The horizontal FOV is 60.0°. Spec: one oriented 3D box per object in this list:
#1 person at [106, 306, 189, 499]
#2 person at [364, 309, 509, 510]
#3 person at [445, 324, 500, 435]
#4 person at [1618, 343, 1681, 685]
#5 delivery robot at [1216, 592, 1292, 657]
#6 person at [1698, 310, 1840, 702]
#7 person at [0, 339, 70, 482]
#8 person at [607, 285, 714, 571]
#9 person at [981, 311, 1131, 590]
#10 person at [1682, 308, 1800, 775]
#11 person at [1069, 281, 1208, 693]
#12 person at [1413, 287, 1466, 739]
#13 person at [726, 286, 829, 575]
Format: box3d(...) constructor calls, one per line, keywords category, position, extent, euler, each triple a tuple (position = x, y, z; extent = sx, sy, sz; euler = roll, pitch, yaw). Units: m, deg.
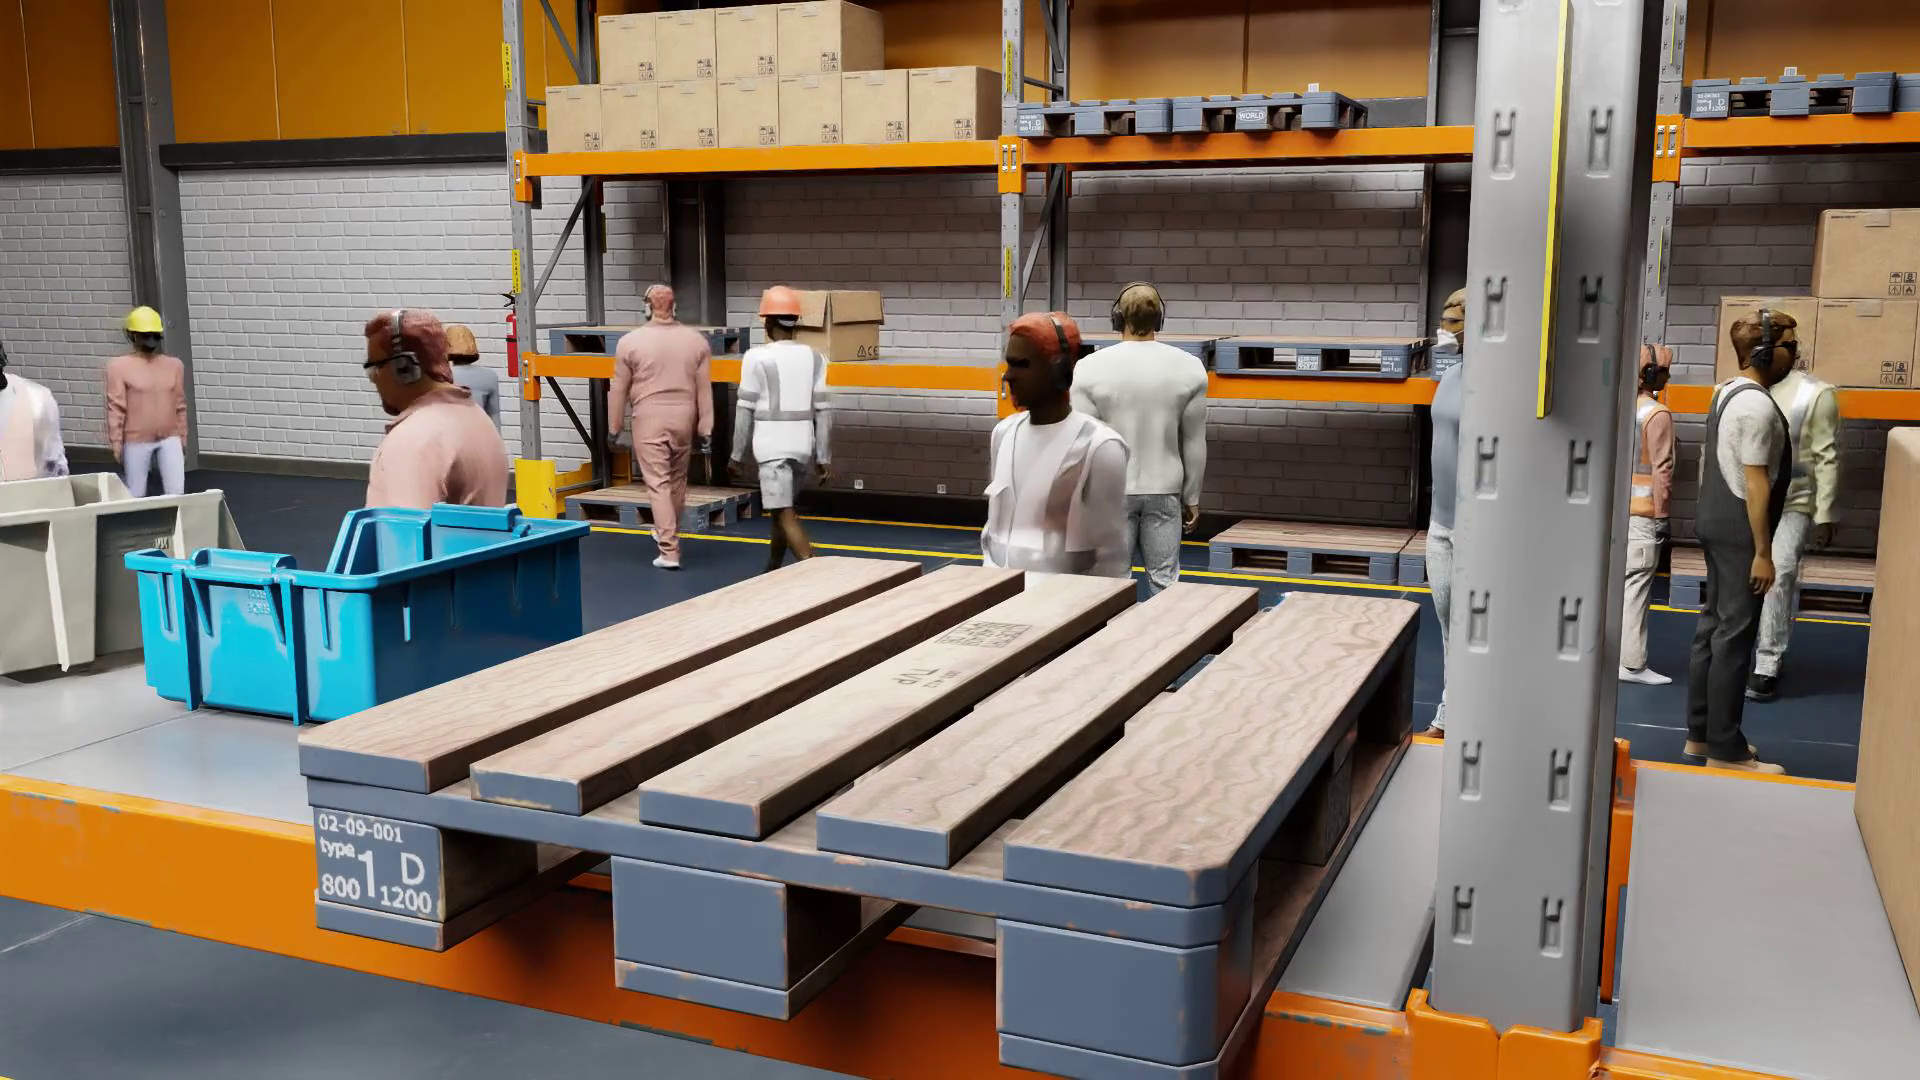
box3d(category="person", position=(-5.402, -0.677, 11.032), extent=(0.742, 1.745, 0.532), euler=(8, 12, 38))
box3d(category="person", position=(-1.477, 0.285, 4.828), extent=(0.458, 1.891, 0.679), euler=(0, 9, 0))
box3d(category="person", position=(-3.177, -0.560, 10.650), extent=(0.292, 1.633, 0.504), euler=(9, 13, 44))
box3d(category="person", position=(3.260, -0.127, 8.031), extent=(0.305, 1.639, 0.522), euler=(-1, 10, -8))
box3d(category="delivery robot", position=(1.478, 0.475, 7.378), extent=(0.707, 0.478, 0.477), euler=(3, 10, 17))
box3d(category="person", position=(3.770, -0.167, 7.785), extent=(0.753, 1.797, 0.632), euler=(-7, 12, -37))
box3d(category="person", position=(-4.113, -0.040, 7.086), extent=(0.803, 1.788, 0.636), euler=(9, 13, 44))
box3d(category="person", position=(-2.054, -0.765, 11.178), extent=(0.666, 1.866, 0.912), euler=(-6, 11, -32))
box3d(category="person", position=(0.255, 0.270, 4.926), extent=(0.342, 1.882, 0.583), euler=(-7, 12, -36))
box3d(category="person", position=(3.080, 0.019, 6.541), extent=(0.347, 1.847, 0.505), euler=(2, 10, 9))
box3d(category="person", position=(0.796, -0.190, 7.518), extent=(0.629, 1.940, 0.372), euler=(-1, 10, -6))
box3d(category="person", position=(2.024, -0.039, 6.608), extent=(0.355, 1.938, 0.637), euler=(-1, 10, -8))
box3d(category="person", position=(-1.009, -0.531, 9.712), extent=(0.545, 1.898, 0.962), euler=(-9, 13, -43))
